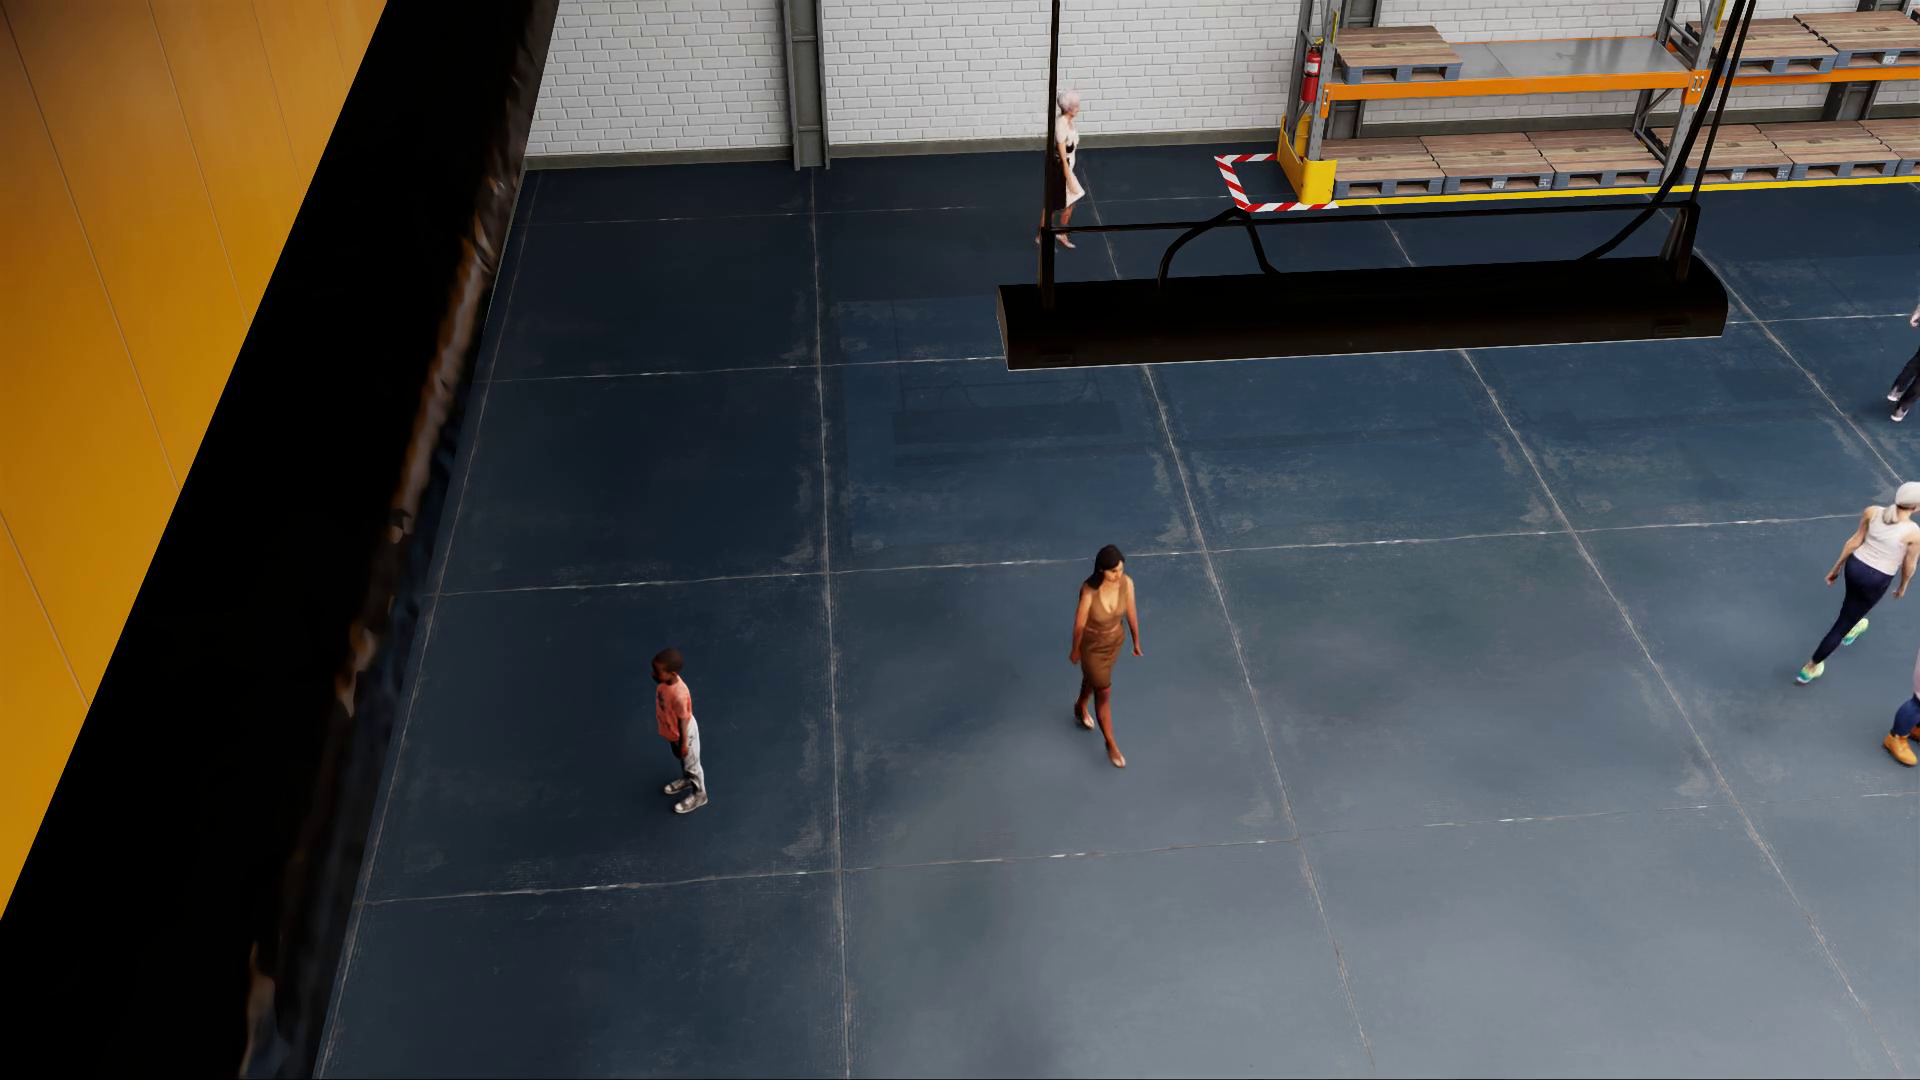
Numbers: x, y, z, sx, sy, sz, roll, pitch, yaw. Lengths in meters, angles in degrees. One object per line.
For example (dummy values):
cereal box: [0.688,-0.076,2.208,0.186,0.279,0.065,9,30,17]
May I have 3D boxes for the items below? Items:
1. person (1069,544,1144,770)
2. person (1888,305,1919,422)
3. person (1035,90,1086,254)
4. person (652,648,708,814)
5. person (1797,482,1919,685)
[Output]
person: [0.896,0.662,11.159,0.945,1.663,0.907,-22,44,-25]
person: [8.362,-1.793,14.150,0.871,1.767,0.916,22,44,25]
person: [0.876,-3.622,16.471,0.819,1.729,0.748,12,40,14]
person: [-1.808,1.205,10.764,0.563,1.308,0.540,-19,42,-22]
person: [6.239,0.341,11.559,1.169,1.667,0.939,-22,43,-25]
